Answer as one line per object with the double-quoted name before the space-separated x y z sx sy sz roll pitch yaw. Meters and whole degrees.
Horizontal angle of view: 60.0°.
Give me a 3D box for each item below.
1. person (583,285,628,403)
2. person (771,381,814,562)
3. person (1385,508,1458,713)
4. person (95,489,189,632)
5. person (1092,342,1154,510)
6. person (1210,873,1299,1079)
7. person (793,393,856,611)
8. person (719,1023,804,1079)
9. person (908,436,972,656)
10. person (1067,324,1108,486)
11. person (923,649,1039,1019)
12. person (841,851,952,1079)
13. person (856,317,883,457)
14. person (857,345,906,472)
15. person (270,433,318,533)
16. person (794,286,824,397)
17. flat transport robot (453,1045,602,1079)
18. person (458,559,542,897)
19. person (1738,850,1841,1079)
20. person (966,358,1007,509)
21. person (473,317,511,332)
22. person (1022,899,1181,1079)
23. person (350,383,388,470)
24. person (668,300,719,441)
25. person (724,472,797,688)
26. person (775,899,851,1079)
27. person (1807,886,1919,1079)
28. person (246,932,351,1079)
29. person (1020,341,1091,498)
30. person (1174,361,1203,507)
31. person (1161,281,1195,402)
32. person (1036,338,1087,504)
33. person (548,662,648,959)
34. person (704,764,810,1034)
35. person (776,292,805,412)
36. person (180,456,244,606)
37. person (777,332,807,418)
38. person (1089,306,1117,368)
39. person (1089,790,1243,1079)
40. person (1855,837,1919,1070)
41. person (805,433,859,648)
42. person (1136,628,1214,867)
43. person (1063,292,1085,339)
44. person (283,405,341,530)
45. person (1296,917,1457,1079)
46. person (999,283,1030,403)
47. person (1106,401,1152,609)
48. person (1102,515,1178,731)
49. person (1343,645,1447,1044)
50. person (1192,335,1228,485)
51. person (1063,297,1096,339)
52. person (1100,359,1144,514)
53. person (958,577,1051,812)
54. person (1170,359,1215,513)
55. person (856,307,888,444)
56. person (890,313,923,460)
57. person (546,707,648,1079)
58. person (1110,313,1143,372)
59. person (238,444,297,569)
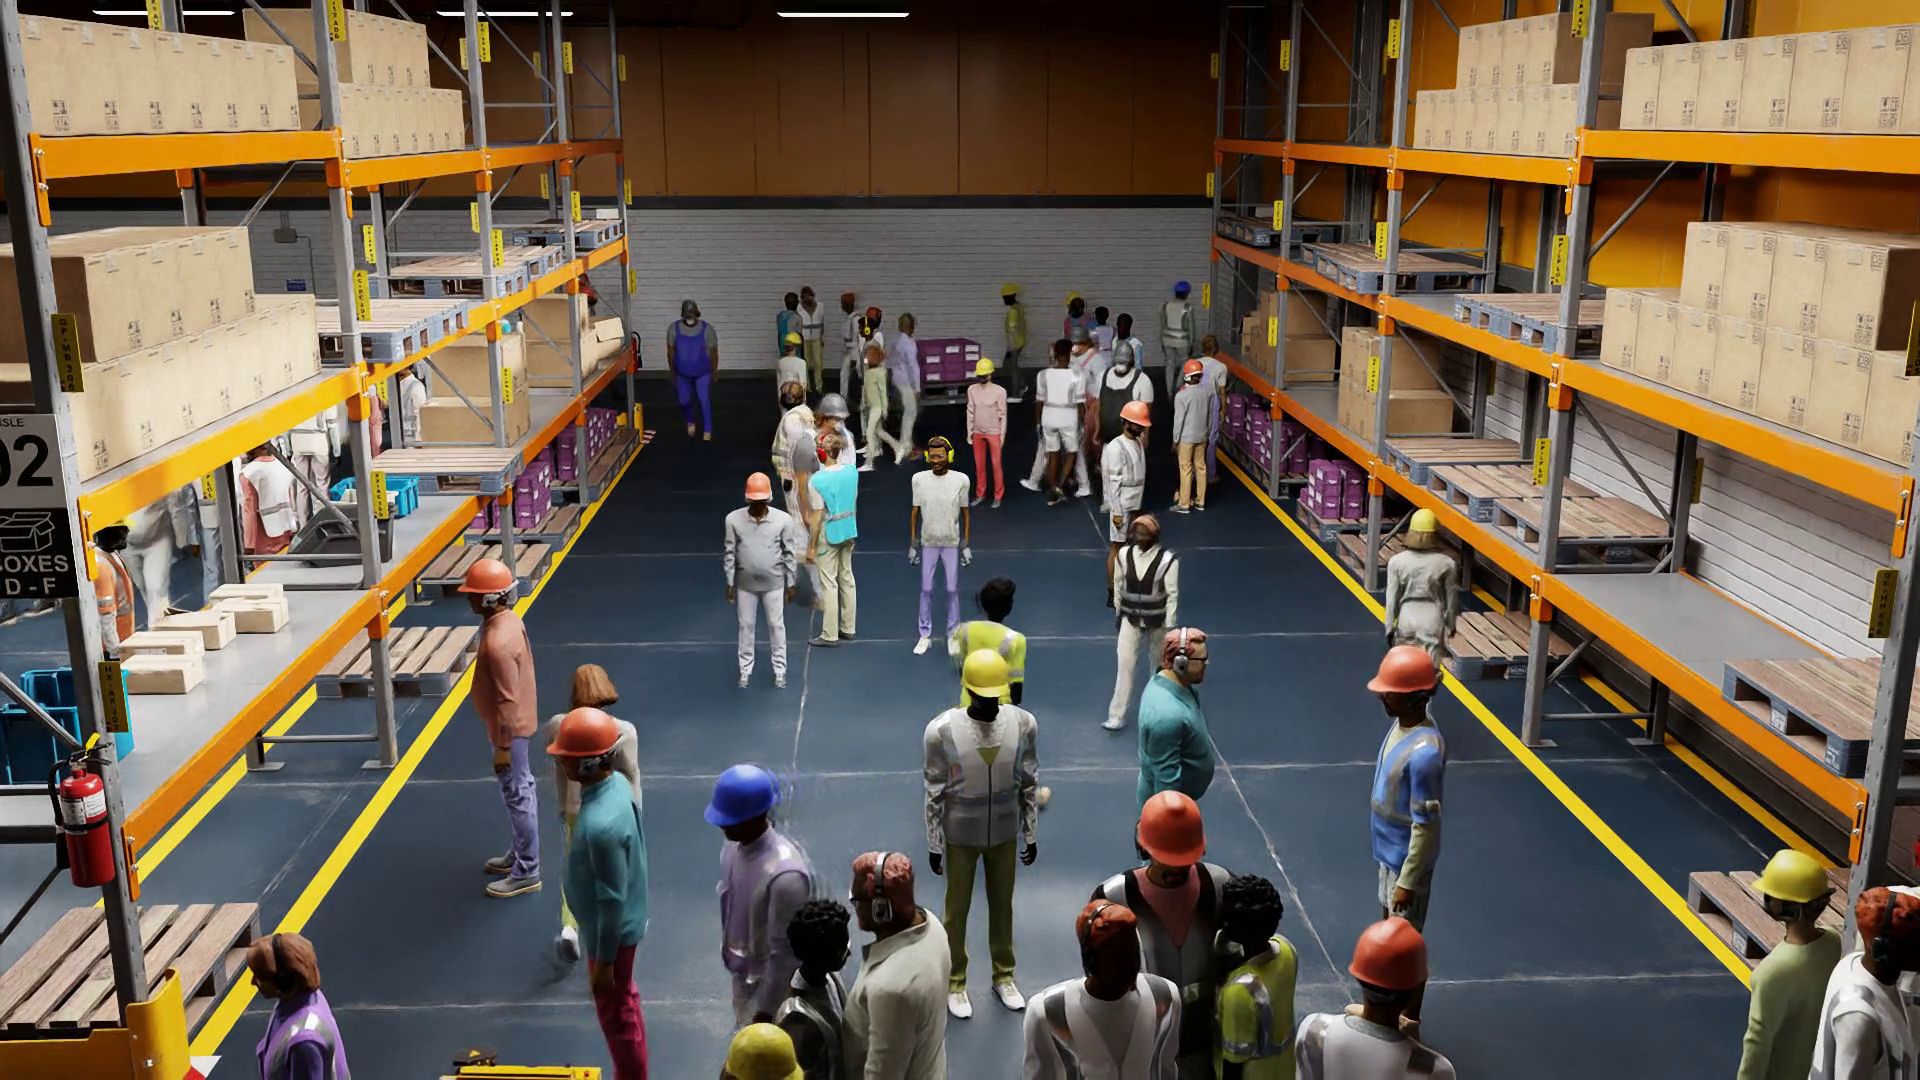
"person" -5.653 -3.021 25.897 0.956 1.879 0.565 2 14 6
"person" -1.686 -0.696 16.846 0.429 1.842 0.633 2 14 7
"person" 3.301 0.614 11.968 0.486 1.707 0.805 7 16 24
"person" -6.836 0.057 13.855 0.660 1.855 0.948 -1 14 -5
"person" 1.816 -1.277 18.731 0.701 2.000 0.692 10 17 33
"person" 1.108 2.065 6.311 0.320 1.694 0.533 9 17 30
"person" -1.231 -0.379 15.206 0.684 2.000 0.671 -13 19 -41
"person" -0.611 2.310 5.260 0.321 1.737 0.485 12 19 39
"person" -0.167 0.048 13.872 0.532 1.869 0.311 1 14 5
"person" 1.619 -1.720 20.472 0.874 2.000 0.706 -10 17 -33
"person" 0.114 1.450 8.273 0.586 1.920 0.397 -4 15 -15
"person" -0.245 2.026 6.064 0.399 1.897 0.652 2 14 9
"person" -1.197 -2.026 22.029 0.332 1.865 0.520 -5 15 -19
"person" -1.020 -1.696 21.237 0.707 1.613 0.508 -7 16 -26
"person" -7.165 -1.017 18.037 0.576 1.880 0.352 -5 15 -18
"person" -2.415 -3.183 26.725 0.577 1.778 0.850 -7 16 -24
"flat transport robot" -2.012 2.603 7.028 0.652 0.197 1.431 0 14 2
"person" -2.633 1.073 9.596 0.389 1.996 0.612 -3 15 -11
"person" 3.120 2.020 6.355 0.527 1.761 0.340 -11 18 -36
"person" 0.294 -1.224 19.097 0.519 1.754 0.357 8 16 29
"person" -6.969 -2.663 24.693 0.639 1.780 0.873 1 14 3
"person" 0.489 2.118 5.715 0.584 1.884 0.347 -5 15 -17
"person" -7.562 -1.868 21.173 0.615 1.984 0.408 4 15 16
"person" -3.695 -2.371 23.025 0.718 2.000 0.541 -1 14 -2
"person" -1.568 0.318 13.065 0.569 1.744 0.349 0 14 0
"person" -0.538 2.111 6.130 0.320 1.694 0.535 2 14 8
"person" 3.123 2.095 5.809 0.353 1.883 0.572 8 16 29
"person" -2.347 2.170 6.025 0.315 1.631 0.524 -7 16 -25
"person" 1.185 -1.428 19.735 0.652 1.850 1.033 -11 18 -37
"person" 2.654 -1.239 19.264 0.317 1.697 0.540 -1 14 -3
"person" 3.433 -3.114 26.196 0.600 1.922 0.433 8 16 29
"person" 1.165 -1.358 19.246 0.624 1.949 0.473 5 15 19
"person" -1.942 1.451 8.859 0.510 1.618 0.584 1 14 6
"person" -0.825 1.807 6.860 0.473 1.919 0.634 -8 16 -30
"person" -2.573 -2.844 25.305 0.502 1.836 0.341 10 17 35
"person" -6.412 -0.093 14.360 0.411 1.906 0.602 8 16 29
"person" -2.123 -1.773 21.285 0.540 1.739 0.450 11 18 37
"person" 2.105 -2.616 24.680 0.532 1.694 0.319 -6 16 -24
"person" 0.785 1.892 6.324 0.611 2.030 0.409 -3 15 -12
"person" 3.734 1.955 6.454 0.563 1.838 0.388 6 15 21
"person" -1.071 0.007 14.090 0.388 1.840 0.573 11 18 36
"person" 1.117 1.366 8.655 0.394 1.899 0.641 2 14 8
"person" 1.777 -2.885 25.479 0.403 1.824 0.594 -3 15 -10
"person" -6.936 -0.980 17.834 0.592 1.911 0.398 -1 14 -4
"person" 1.354 2.154 5.491 0.544 1.930 0.388 11 18 36
"person" 0.815 -3.083 26.092 0.427 1.901 0.617 3 15 11
"person" 1.553 -0.322 15.211 0.372 1.928 0.543 8 16 30
"person" 1.315 0.624 12.130 0.526 1.594 0.853 7 16 25
"person" 2.085 1.478 7.914 0.379 2.043 0.605 1 14 5
"person" 3.026 -1.590 20.380 0.501 1.838 0.341 8 16 28
"person" 1.838 -2.763 25.137 0.633 1.829 0.917 14 20 43
"person" 1.812 -1.193 18.765 0.578 1.865 0.593 4 15 17
"person" 0.230 1.031 10.445 0.551 1.643 0.874 11 18 38
"person" 2.630 -1.185 18.942 0.571 1.751 0.329 -10 17 -33
"person" -1.197 -2.269 22.933 0.355 1.887 0.574 -12 19 -39
"person" -0.697 -2.029 21.954 0.395 1.912 0.709 -5 15 -21
"person" -1.551 1.674 7.240 0.395 1.991 0.623 -2 14 -9
"person" 2.174 -2.029 21.933 0.388 1.917 0.594 -9 17 -31
"person" -5.874 -0.047 14.175 0.405 1.909 0.597 3 15 12
